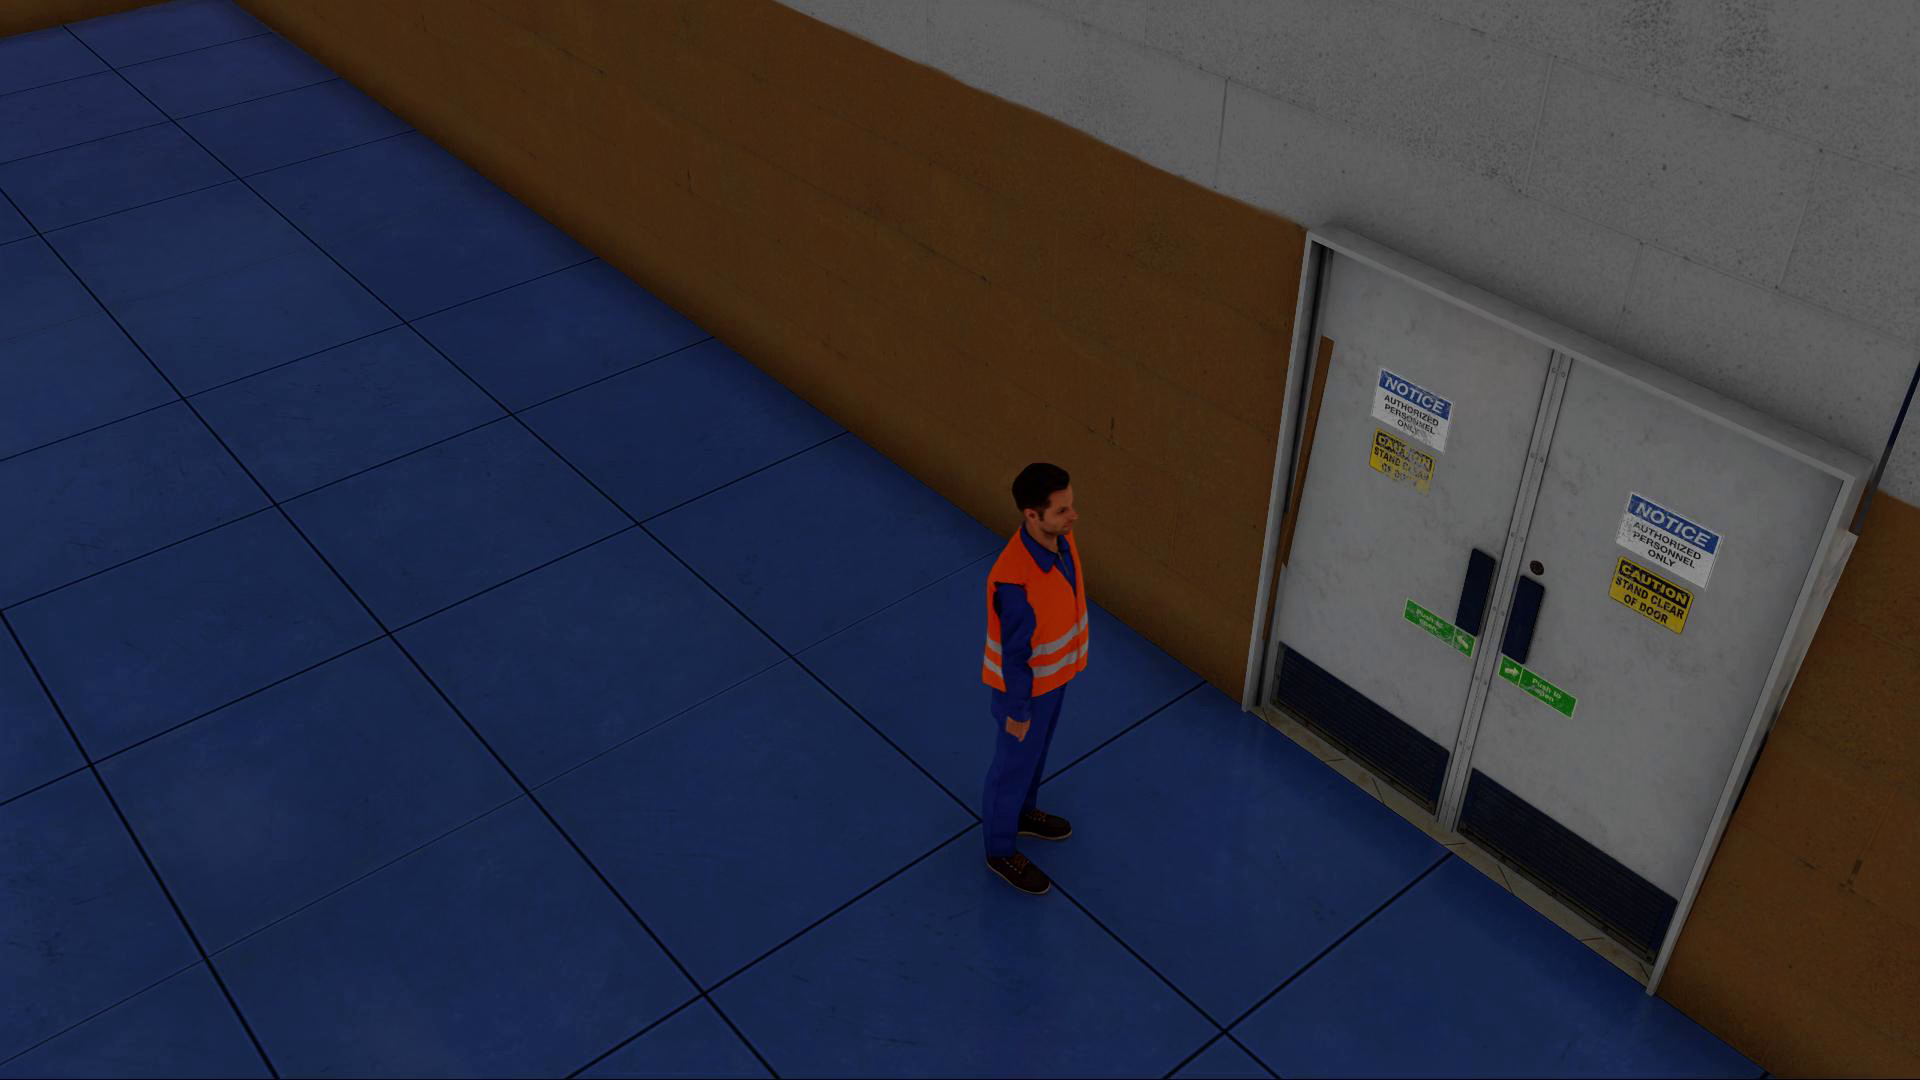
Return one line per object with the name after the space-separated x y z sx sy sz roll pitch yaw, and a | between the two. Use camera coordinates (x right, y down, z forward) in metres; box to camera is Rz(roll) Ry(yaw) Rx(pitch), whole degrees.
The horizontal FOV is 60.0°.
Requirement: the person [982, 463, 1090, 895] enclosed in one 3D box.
0.265 0.487 6.074 0.851 1.862 0.725 13 39 17 | person
